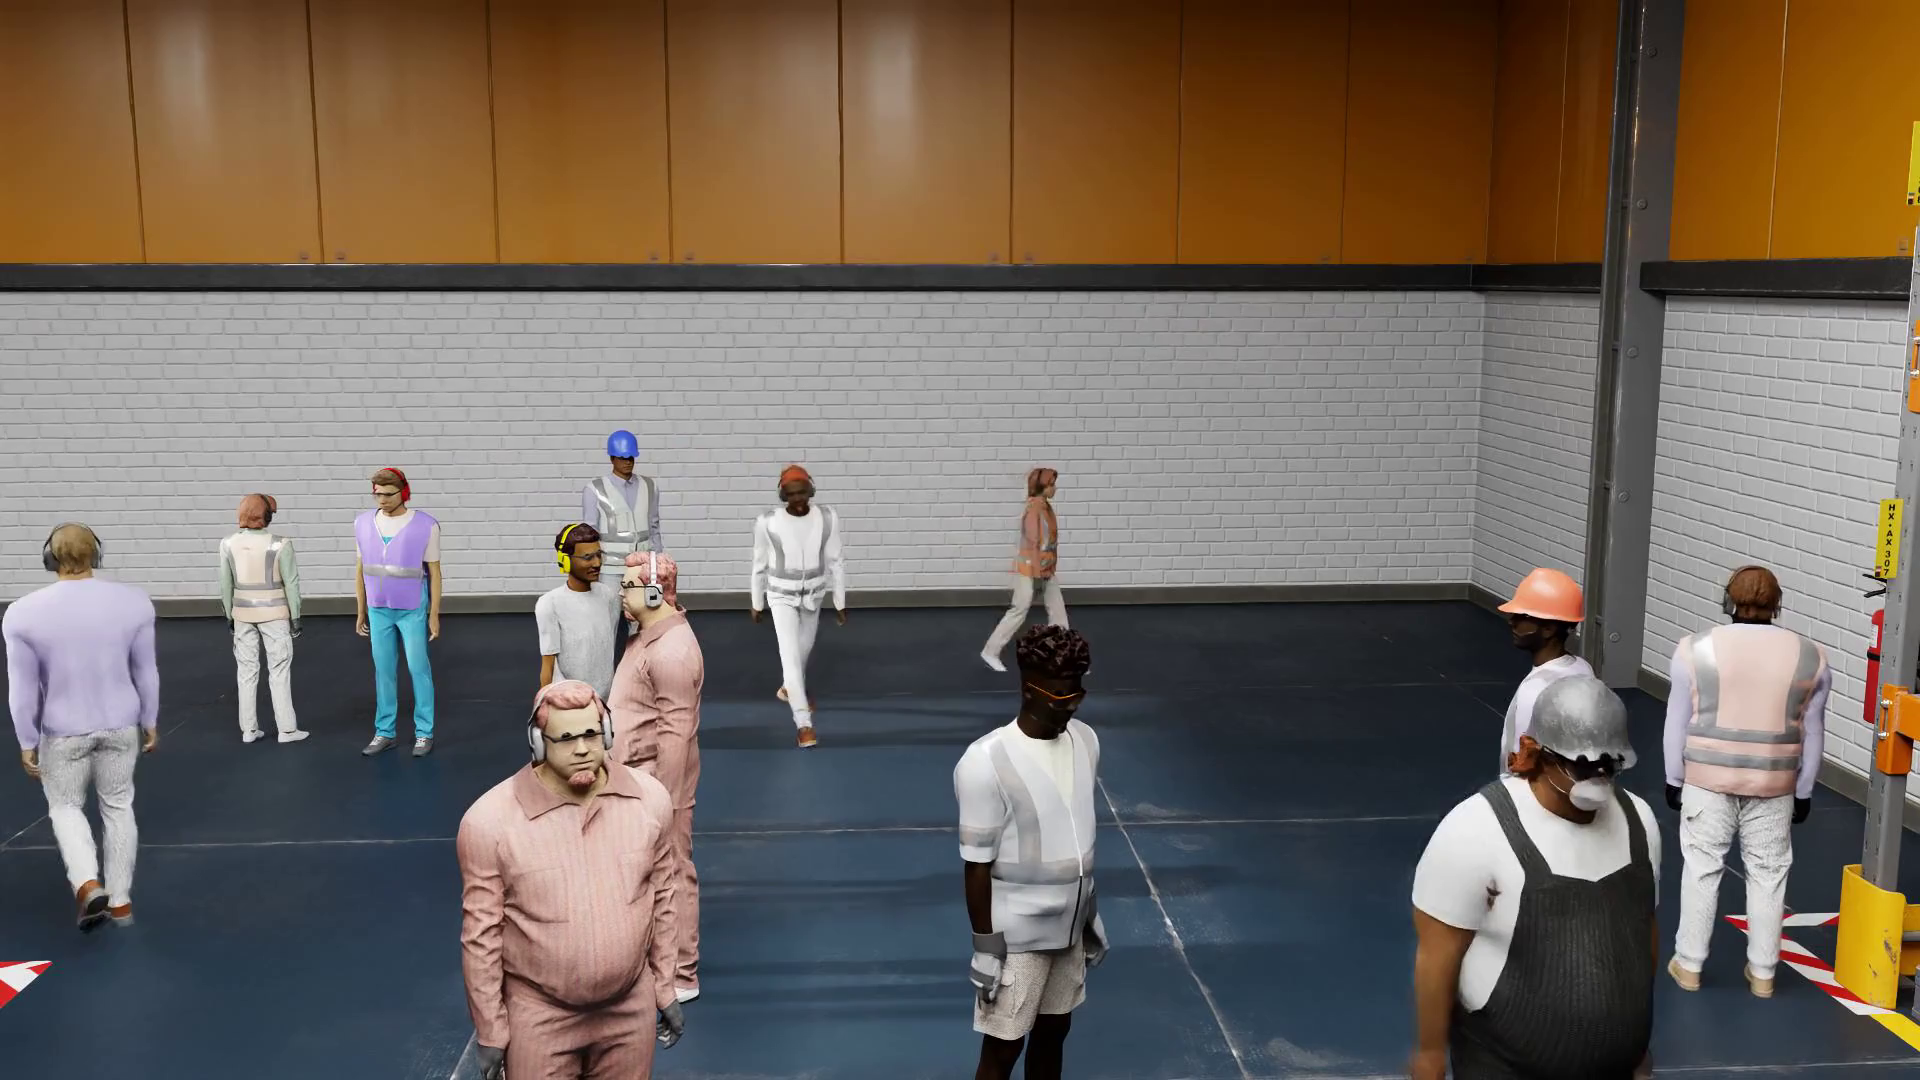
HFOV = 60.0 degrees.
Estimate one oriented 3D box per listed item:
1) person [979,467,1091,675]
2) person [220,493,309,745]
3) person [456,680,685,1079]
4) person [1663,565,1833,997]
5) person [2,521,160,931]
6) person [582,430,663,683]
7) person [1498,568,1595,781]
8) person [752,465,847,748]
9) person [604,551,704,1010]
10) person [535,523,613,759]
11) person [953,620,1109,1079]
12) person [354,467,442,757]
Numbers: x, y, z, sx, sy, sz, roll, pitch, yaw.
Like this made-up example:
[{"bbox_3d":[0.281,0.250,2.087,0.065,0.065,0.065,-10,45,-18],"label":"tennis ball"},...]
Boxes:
[{"bbox_3d":[0.540,0.236,12.621,0.849,1.598,0.530,3,10,20],"label":"person"},{"bbox_3d":[-4.504,0.515,10.745,0.523,1.636,0.310,1,9,6],"label":"person"},{"bbox_3d":[-1.084,1.334,4.762,0.642,1.909,0.409,-6,11,-33],"label":"person"},{"bbox_3d":[3.283,1.014,7.010,0.615,1.835,0.428,3,9,16],"label":"person"},{"bbox_3d":[-3.981,0.875,7.622,0.628,1.925,0.528,-7,11,-35],"label":"person"},{"bbox_3d":[-2.383,0.186,11.835,0.616,1.946,0.392,-7,12,-39],"label":"person"},{"bbox_3d":[2.195,1.065,6.336,0.343,1.942,0.552,6,11,35],"label":"person"},{"bbox_3d":[-1.088,0.382,11.049,0.614,1.827,1.067,-4,10,-24],"label":"person"},{"bbox_3d":[-1.275,0.988,6.935,0.410,1.909,0.643,-3,9,-17],"label":"person"},{"bbox_3d":[-1.794,0.845,7.972,0.321,1.863,0.532,5,10,26],"label":"person"},{"bbox_3d":[0.249,1.221,5.308,0.372,1.959,0.603,8,12,42],"label":"person"},{"bbox_3d":[-3.543,0.450,10.525,0.563,1.838,0.390,1,9,7],"label":"person"}]
